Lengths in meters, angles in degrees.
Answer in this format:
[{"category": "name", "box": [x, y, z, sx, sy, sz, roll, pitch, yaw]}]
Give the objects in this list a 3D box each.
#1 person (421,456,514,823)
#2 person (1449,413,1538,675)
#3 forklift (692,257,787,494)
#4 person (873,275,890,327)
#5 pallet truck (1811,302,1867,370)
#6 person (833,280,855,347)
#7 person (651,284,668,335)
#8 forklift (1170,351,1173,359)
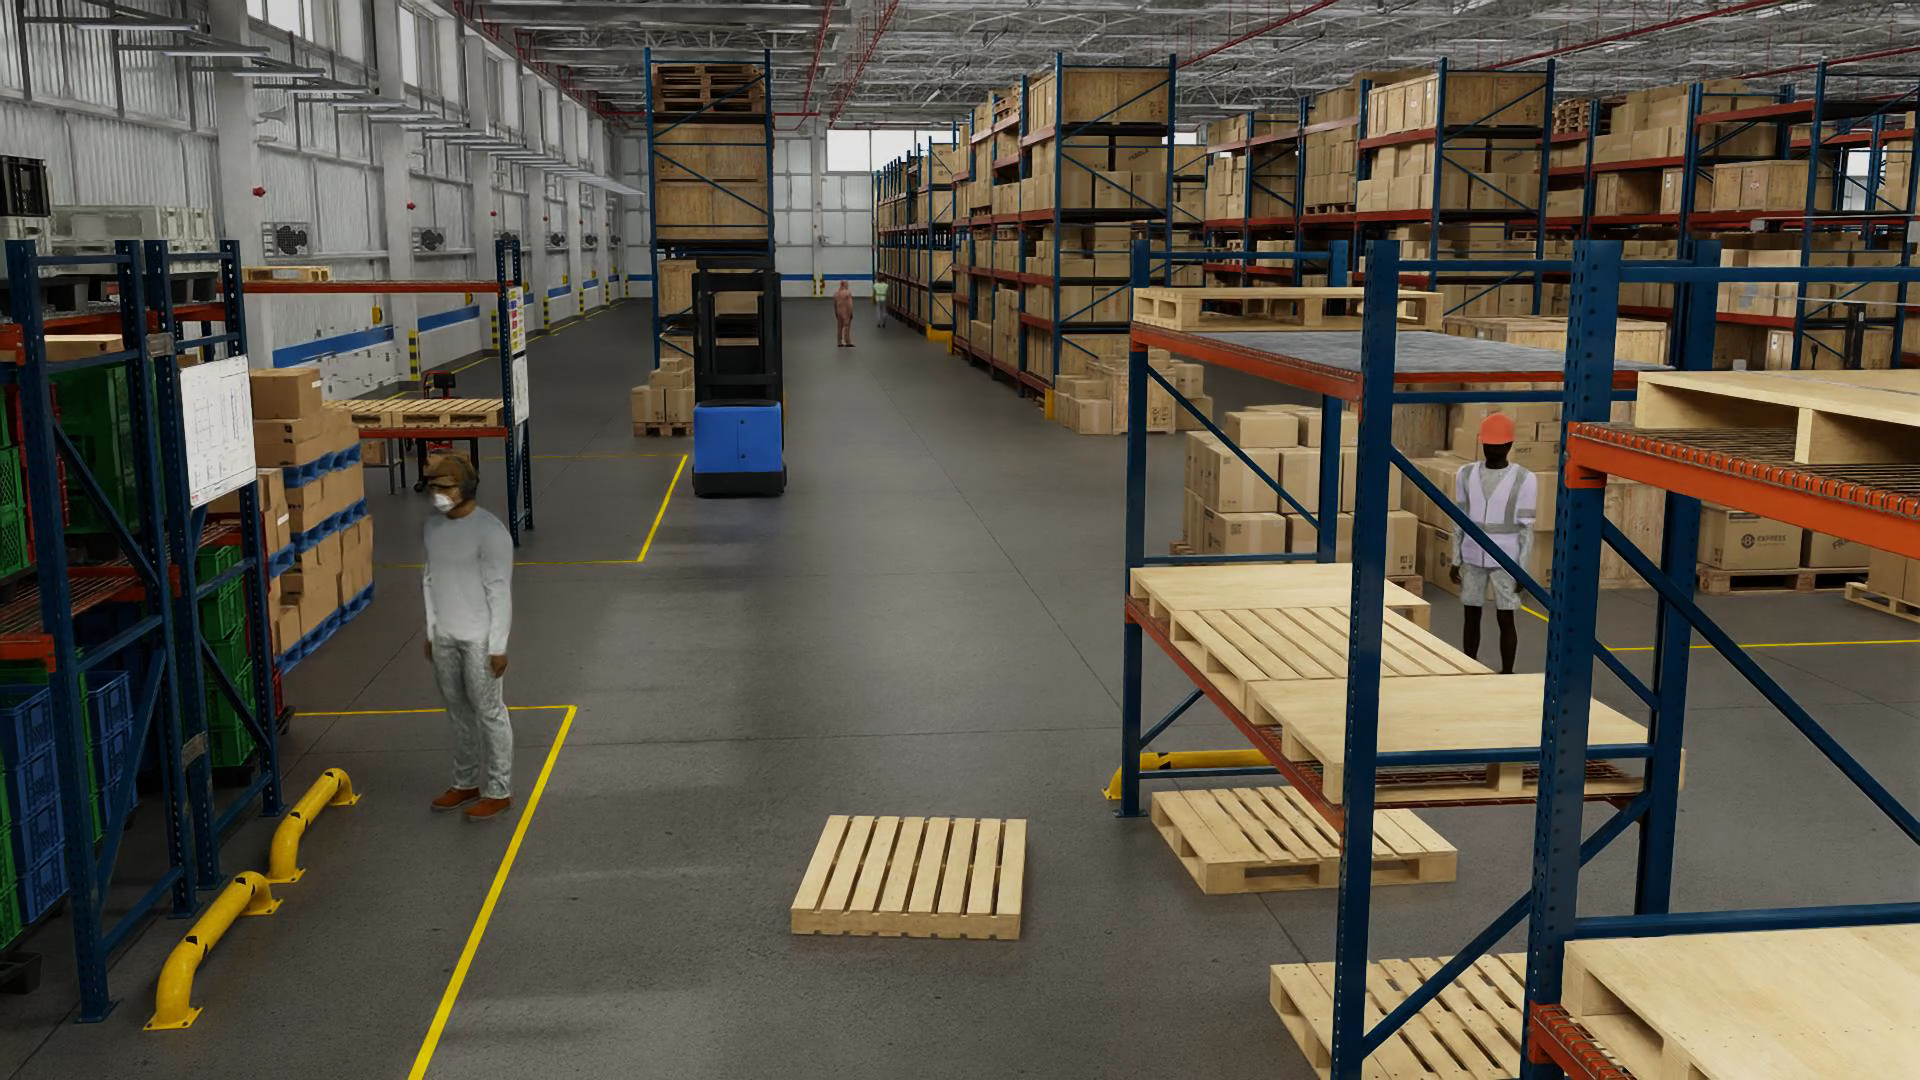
[{"category": "person", "box": [-2.581, 0.515, 8.731, 0.629, 1.935, 0.375, 7, 12, 34]}, {"category": "person", "box": [3.468, 0.126, 10.885, 0.544, 1.929, 0.395, 8, 13, 38]}, {"category": "forklift", "box": [-2.705, -2.042, 20.251, 1.129, 2.768, 1.873, -1, 10, -6]}, {"category": "person", "box": [-2.750, -8.352, 58.182, 0.571, 1.814, 0.860, 0, 10, -1]}, {"category": "pallet truck", "box": [15.846, -3.142, 28.793, 1.885, 1.965, 0.823, 2, 10, 12]}, {"category": "person", "box": [-3.290, -6.445, 47.367, 0.639, 1.901, 0.406, 8, 13, 37]}, {"category": "person", "box": [-9.221, -7.193, 51.278, 0.641, 1.979, 0.429, -3, 11, -18]}, {"category": "forklift", "box": [4.627, -5.870, 41.456, 1.129, 2.768, 1.873, -1, 10, -6]}]
